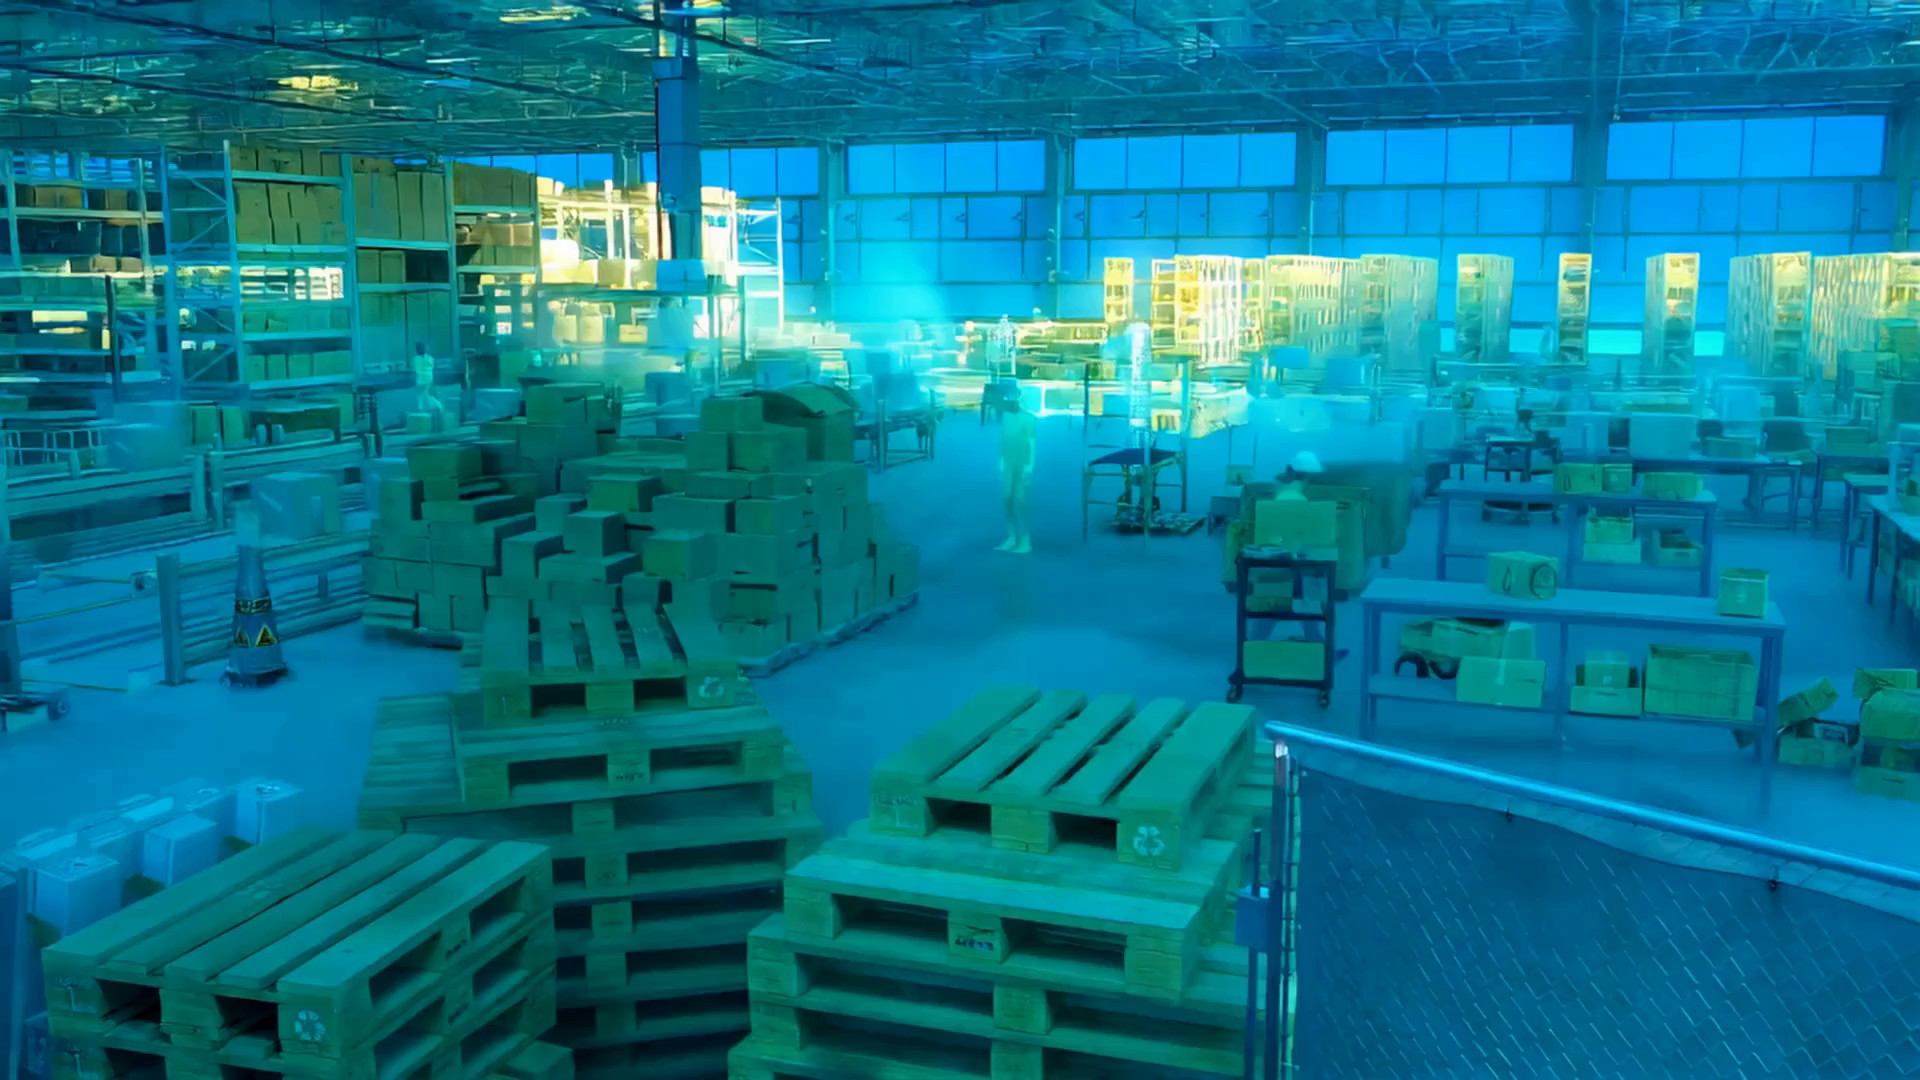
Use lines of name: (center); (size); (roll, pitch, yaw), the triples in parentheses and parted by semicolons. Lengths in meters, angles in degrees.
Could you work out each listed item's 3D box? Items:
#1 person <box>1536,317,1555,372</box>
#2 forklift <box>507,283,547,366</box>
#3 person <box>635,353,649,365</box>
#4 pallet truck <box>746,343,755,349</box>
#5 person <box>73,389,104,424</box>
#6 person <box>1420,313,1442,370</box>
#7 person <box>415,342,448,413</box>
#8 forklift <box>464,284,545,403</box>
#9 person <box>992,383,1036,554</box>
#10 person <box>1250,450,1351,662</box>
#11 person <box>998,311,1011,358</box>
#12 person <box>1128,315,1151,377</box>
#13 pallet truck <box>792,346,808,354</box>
person: (17.587, -5.741, 49.512); (0.955, 1.793, 0.591); (5, 10, 27)
forklift: (-11.780, -5.598, 45.240); (1.129, 2.768, 1.873); (3, 10, 20)
person: (-8.449, -4.853, 44.529); (0.504, 1.607, 0.544); (-7, 11, -37)
pallet truck: (-6.183, -4.618, 44.264); (1.601, 1.201, 0.680); (-9, 12, -43)
person: (-14.400, -2.209, 27.378); (0.637, 1.782, 0.925); (4, 10, 24)
person: (13.581, -5.570, 48.000); (0.613, 1.953, 1.011); (3, 9, 16)
person: (-11.144, -3.343, 34.897); (0.531, 1.664, 0.796); (4, 10, 25)
forklift: (-10.832, -4.702, 39.610); (1.129, 2.768, 1.873); (3, 10, 20)
person: (0.602, -0.783, 18.170); (0.323, 1.870, 0.518); (-8, 12, -41)
person: (2.581, 0.168, 12.683); (0.943, 1.708, 0.532); (-1, 9, -9)
person: (1.630, -7.501, 60.781); (0.480, 1.734, 0.333); (-1, 9, -5)
person: (5.337, -5.762, 49.512); (0.651, 1.857, 0.994); (0, 9, 0)
pallet truck: (-3.705, -4.298, 42.022); (0.653, 1.274, 1.630); (3, 10, 20)
